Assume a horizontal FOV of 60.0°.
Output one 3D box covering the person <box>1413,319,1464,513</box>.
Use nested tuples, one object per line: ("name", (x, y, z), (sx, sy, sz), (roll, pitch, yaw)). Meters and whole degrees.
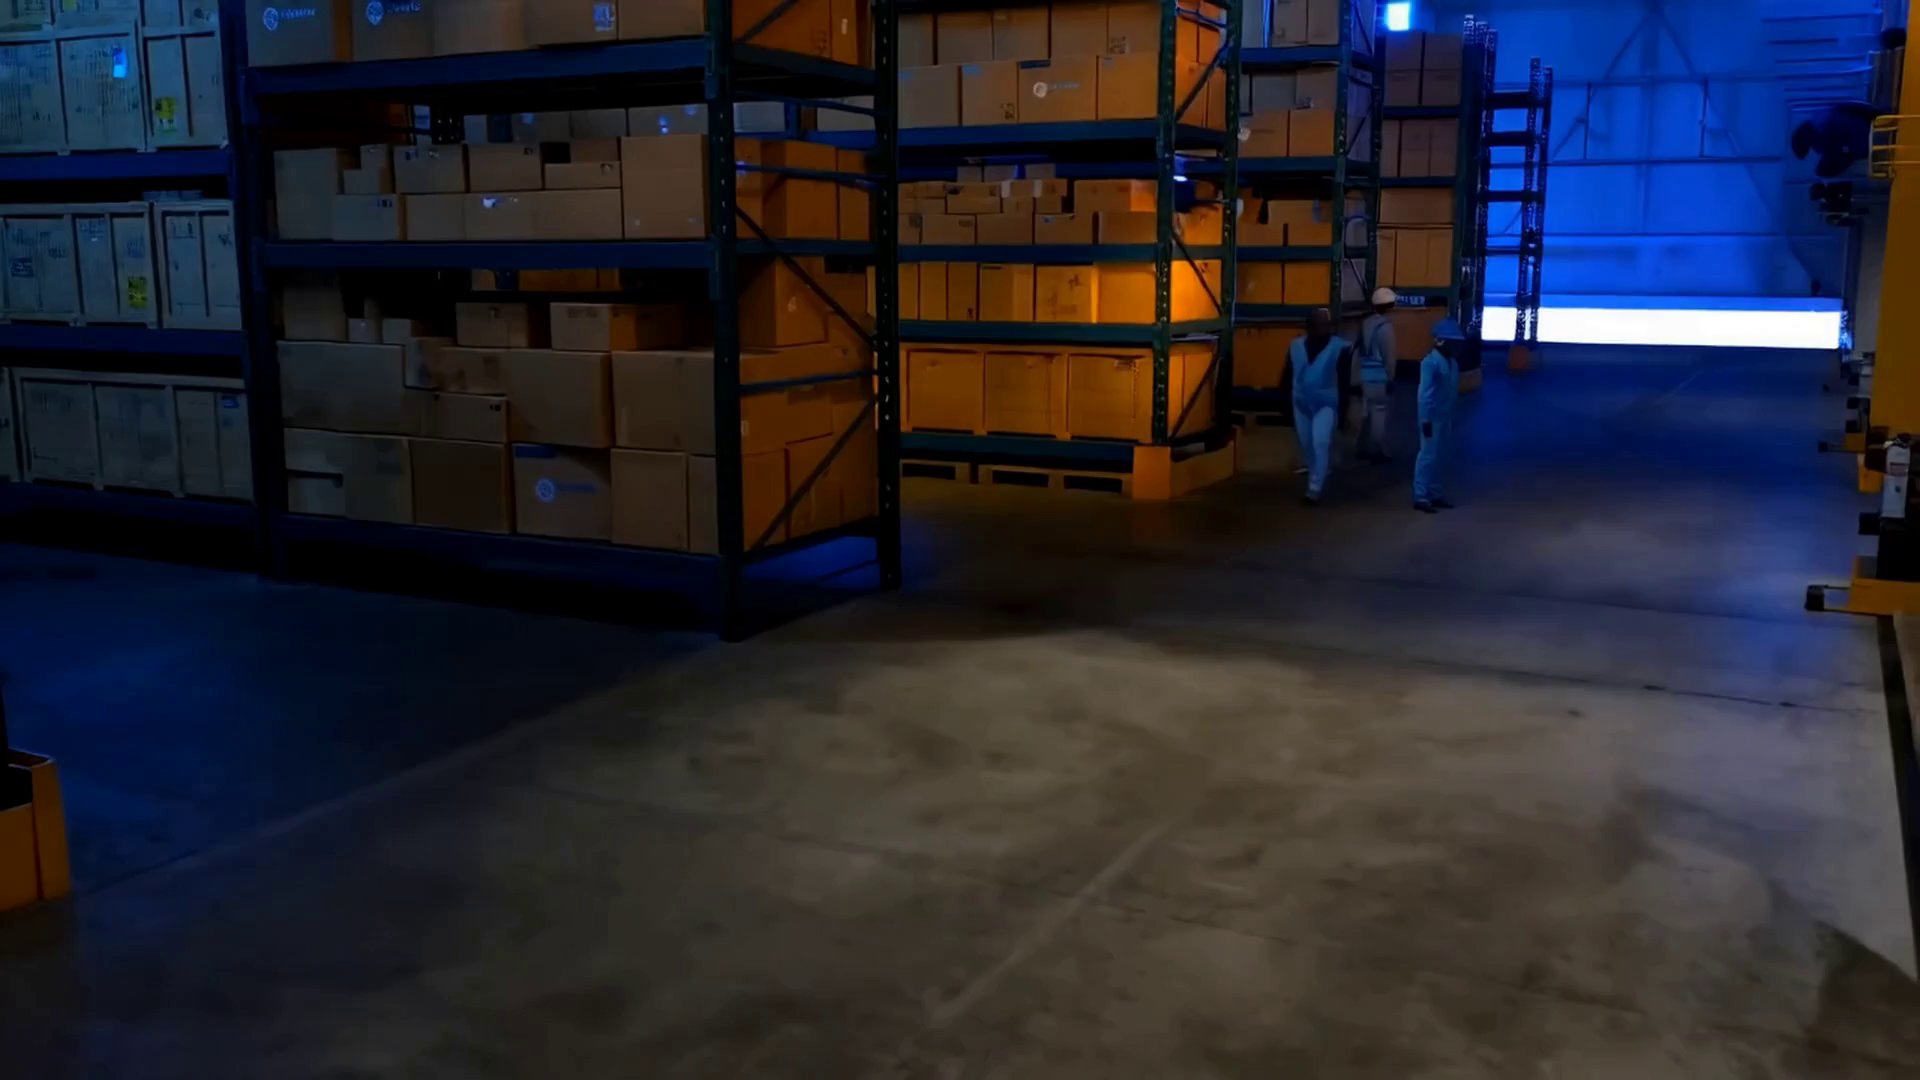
("person", (4.348, -1.123, 15.041), (0.360, 1.743, 0.582), (9, 13, 41))

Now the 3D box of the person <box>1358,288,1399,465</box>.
("person", (4.626, -1.806, 18.393), (0.390, 1.949, 0.602), (-3, 10, -15))

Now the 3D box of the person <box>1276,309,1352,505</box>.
("person", (3.267, -1.237, 15.523), (0.632, 1.805, 0.887), (6, 12, 33))

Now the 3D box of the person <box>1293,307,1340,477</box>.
("person", (3.758, -1.542, 17.397), (0.524, 1.769, 0.314), (5, 11, 28))
